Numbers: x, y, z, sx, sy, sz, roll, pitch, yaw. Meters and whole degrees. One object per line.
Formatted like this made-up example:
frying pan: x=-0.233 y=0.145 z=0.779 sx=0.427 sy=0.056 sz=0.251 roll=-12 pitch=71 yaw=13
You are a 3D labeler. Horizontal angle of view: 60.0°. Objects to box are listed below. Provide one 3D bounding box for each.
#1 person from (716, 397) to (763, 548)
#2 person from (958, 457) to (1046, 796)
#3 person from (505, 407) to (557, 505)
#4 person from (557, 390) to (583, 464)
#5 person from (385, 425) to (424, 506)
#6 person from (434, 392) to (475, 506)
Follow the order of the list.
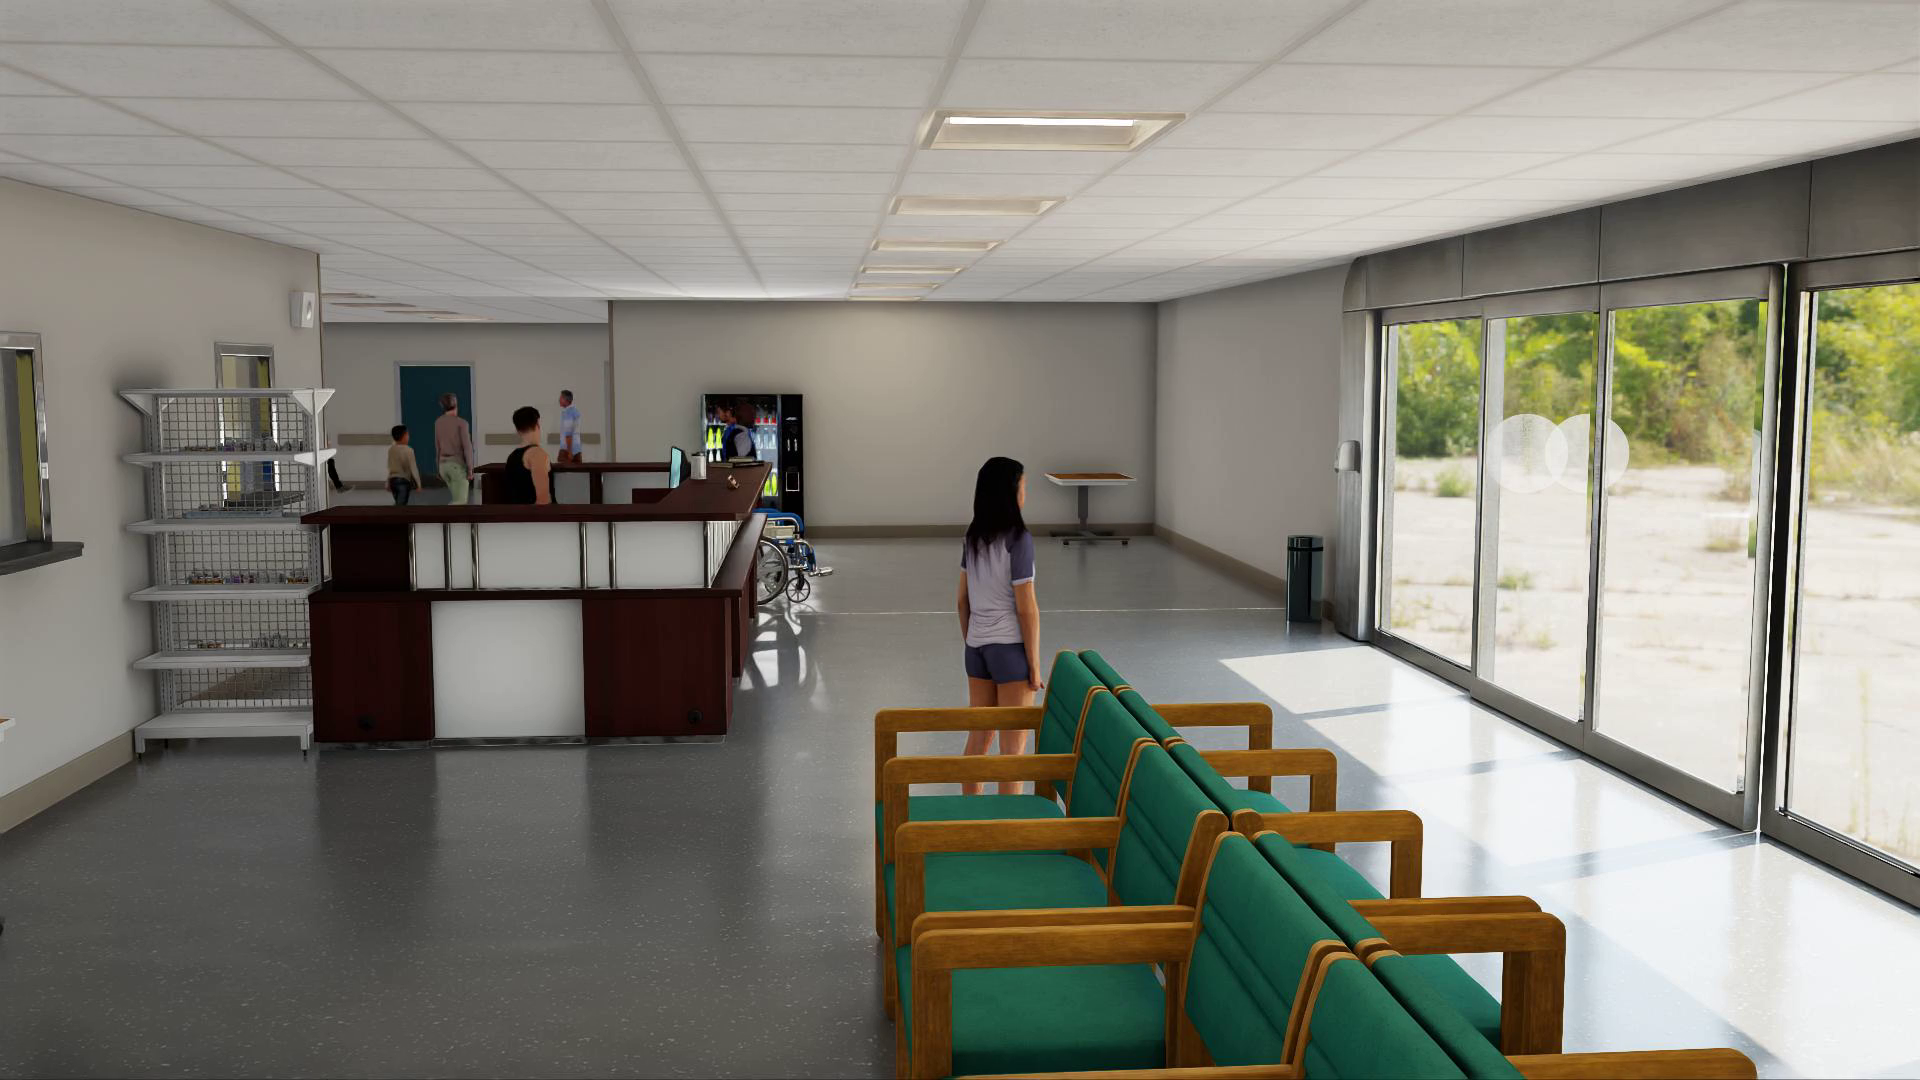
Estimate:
person: x=-2.137 y=-0.503 z=16.727 sx=0.814 sy=1.836 sz=0.823 roll=2 pitch=6 yaw=21
person: x=0.174 y=0.500 z=7.266 sx=0.676 sy=1.733 sz=0.652 roll=-5 pitch=8 yaw=-41
person: x=-3.002 y=-0.008 z=11.723 sx=0.821 sy=1.853 sz=0.886 roll=-2 pitch=6 yaw=-22
person: x=-6.085 y=-1.452 z=26.363 sx=1.194 sy=1.795 sz=0.808 roll=1 pitch=6 yaw=5
person: x=-6.830 y=-0.650 z=20.136 sx=0.870 sy=1.446 sz=0.871 roll=3 pitch=6 yaw=25
person: x=-6.031 y=-0.791 z=19.623 sx=1.222 sy=1.829 sz=1.138 roll=3 pitch=6 yaw=26
